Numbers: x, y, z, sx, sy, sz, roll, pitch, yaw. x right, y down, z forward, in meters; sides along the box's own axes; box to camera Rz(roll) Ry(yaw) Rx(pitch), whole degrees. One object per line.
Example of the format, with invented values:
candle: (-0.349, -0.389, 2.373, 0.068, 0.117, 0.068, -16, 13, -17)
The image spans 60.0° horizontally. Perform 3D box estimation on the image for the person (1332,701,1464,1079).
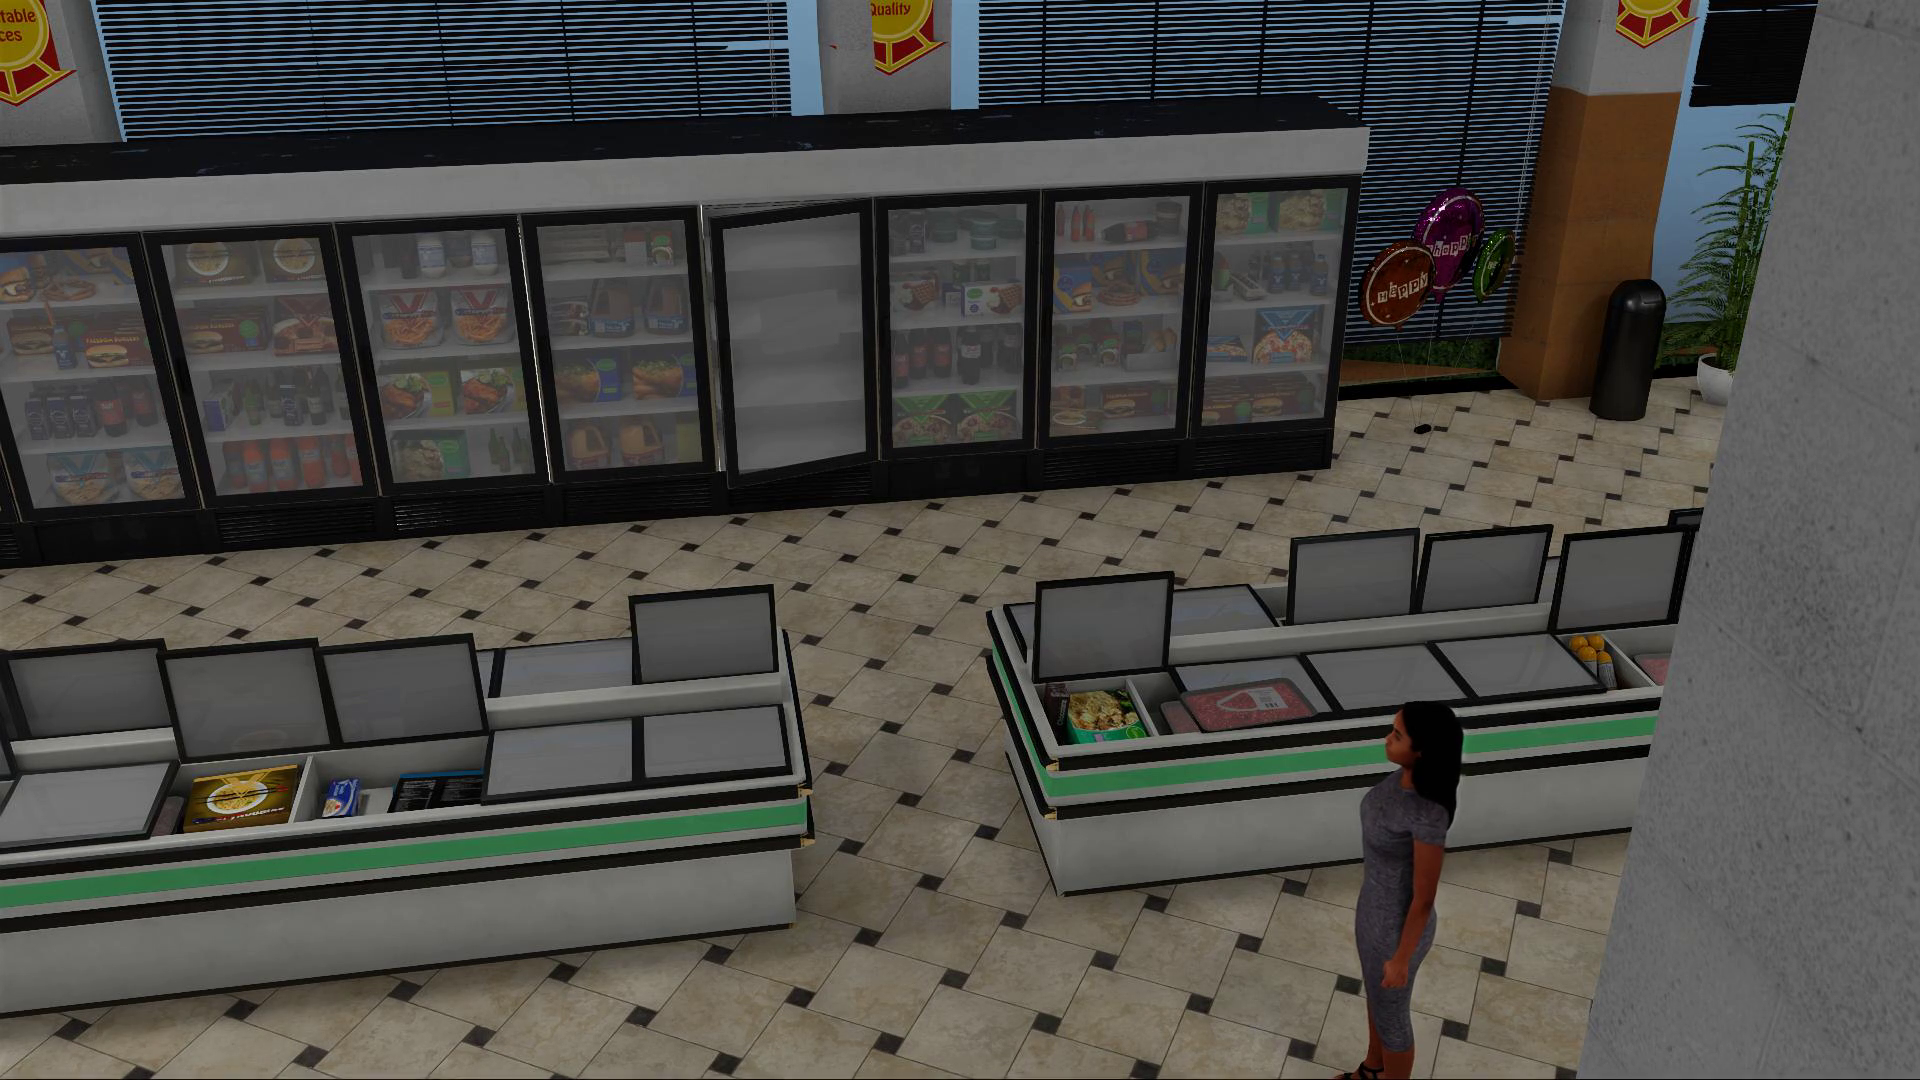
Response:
person: (1.492, 1.321, 5.687, 0.591, 1.781, 0.636, 1, 27, 3)
